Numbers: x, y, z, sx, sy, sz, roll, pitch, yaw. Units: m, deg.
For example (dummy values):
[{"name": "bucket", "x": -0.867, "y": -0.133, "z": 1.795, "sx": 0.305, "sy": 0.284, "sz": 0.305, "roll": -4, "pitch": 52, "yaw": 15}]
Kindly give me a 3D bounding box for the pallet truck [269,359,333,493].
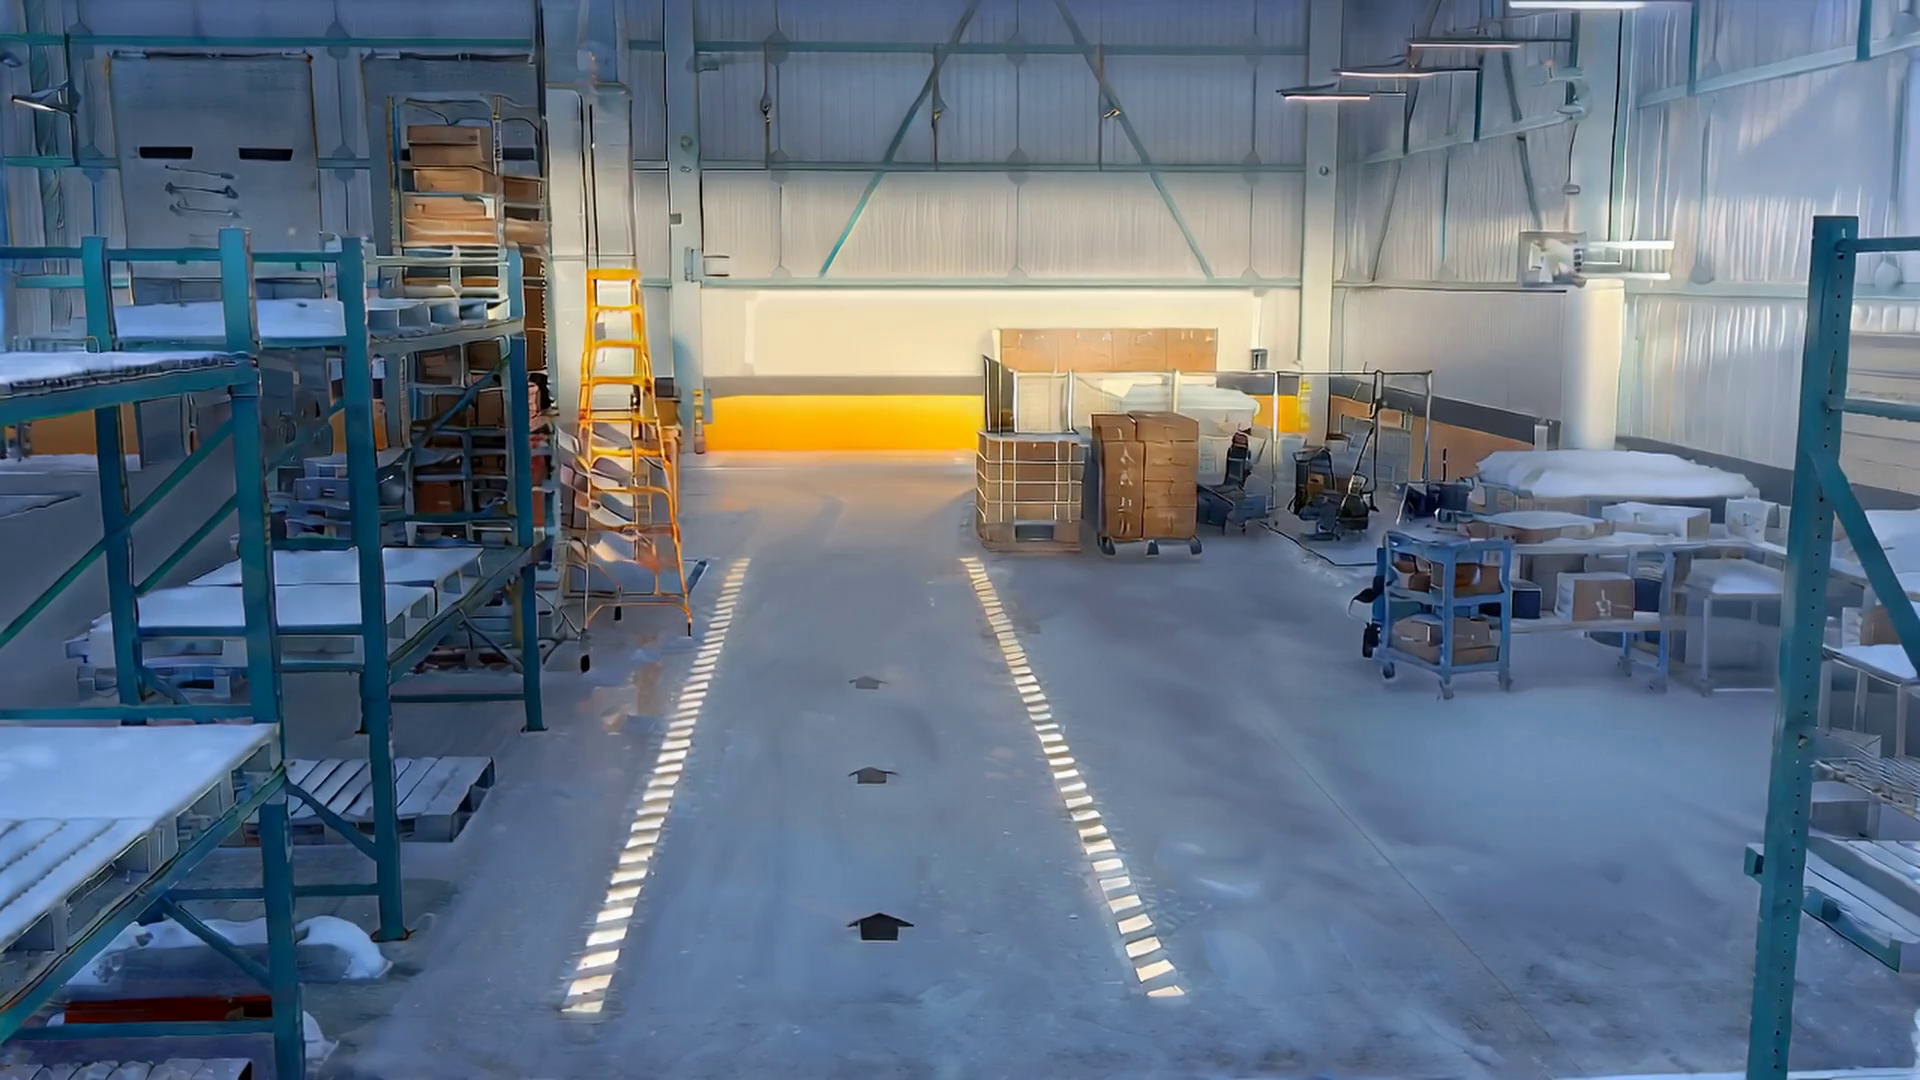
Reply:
[{"name": "pallet truck", "x": -7.062, "y": -1.131, "z": 18.996, "sx": 1.885, "sy": 1.965, "sz": 0.823, "roll": 2, "pitch": 9, "yaw": 13}]
